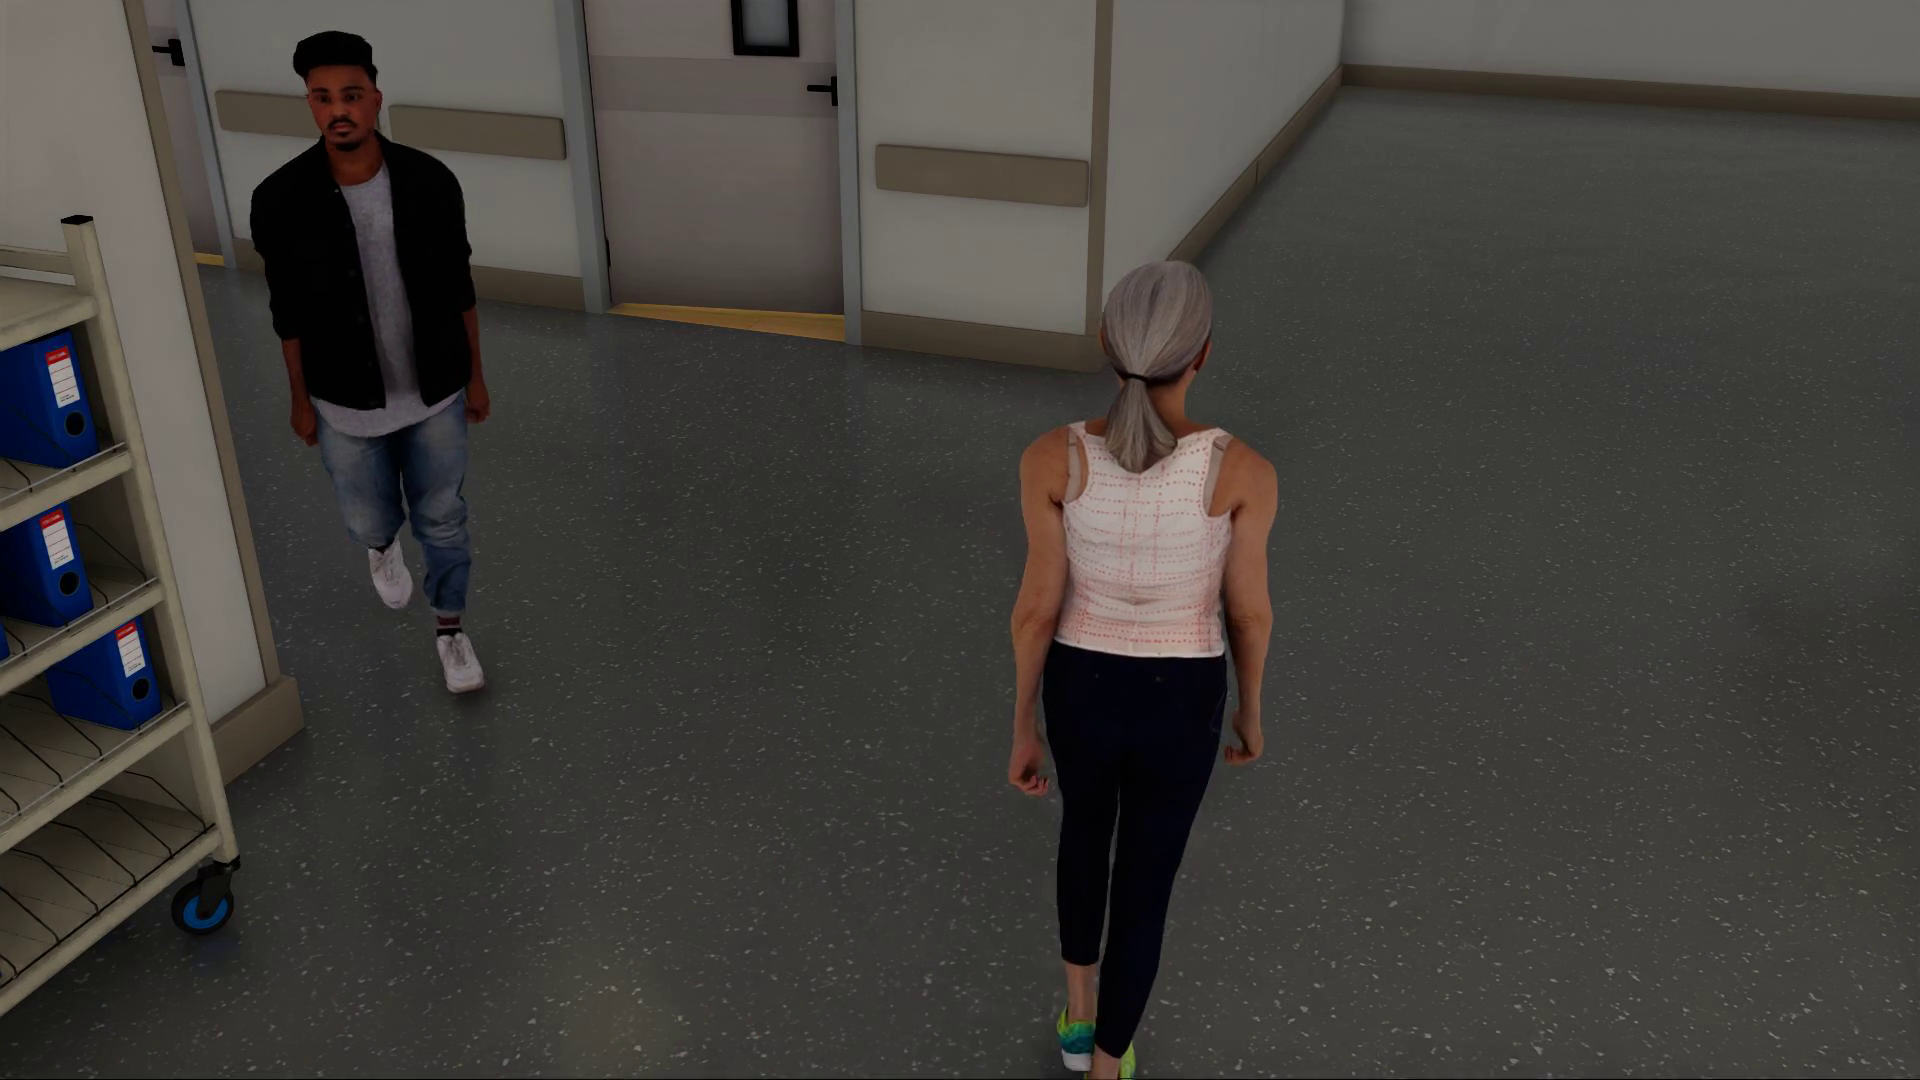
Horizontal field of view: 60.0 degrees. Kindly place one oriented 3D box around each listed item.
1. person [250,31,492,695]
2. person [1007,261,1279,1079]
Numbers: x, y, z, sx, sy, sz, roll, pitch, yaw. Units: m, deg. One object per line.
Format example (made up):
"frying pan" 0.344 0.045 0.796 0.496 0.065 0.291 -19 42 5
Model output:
"person" -1.585 -0.479 4.555 1.019 1.793 1.082 -12 28 -23
"person" 0.290 0.373 2.909 0.623 1.688 0.632 6 26 13
